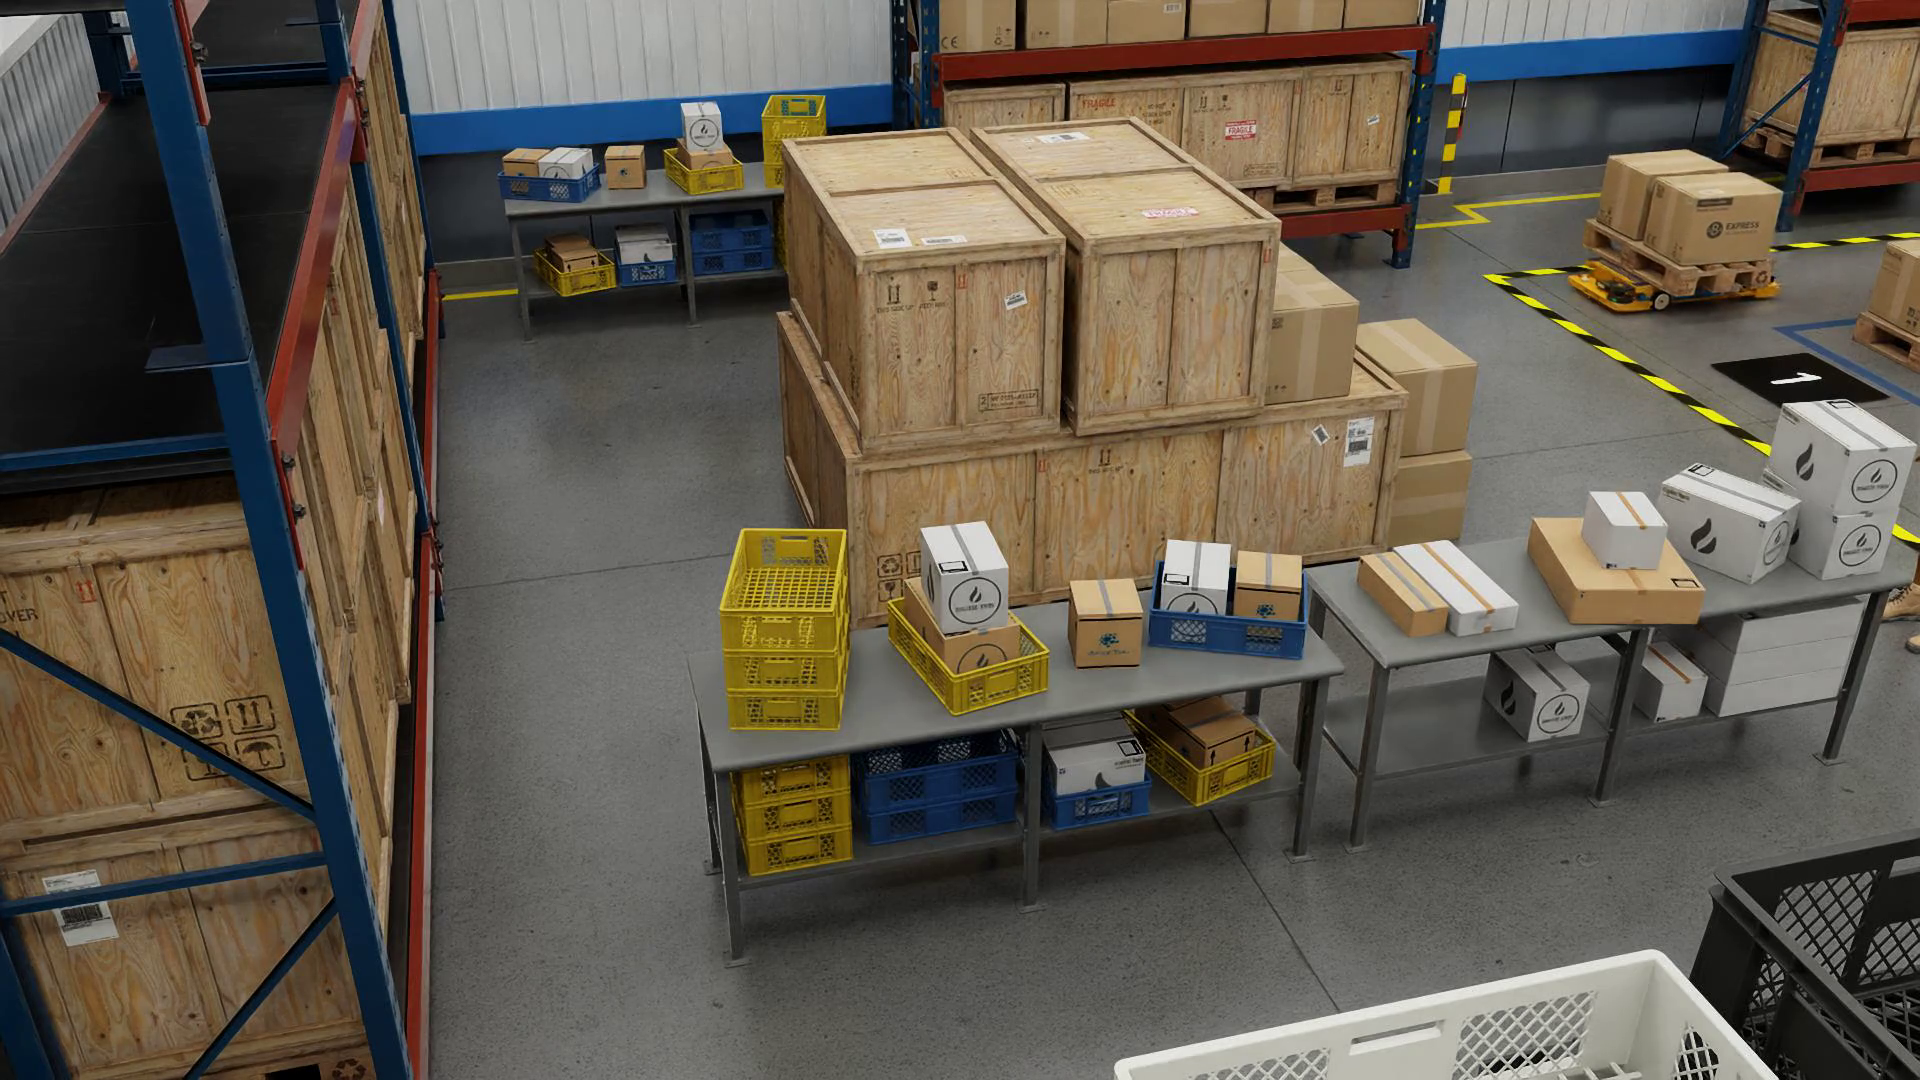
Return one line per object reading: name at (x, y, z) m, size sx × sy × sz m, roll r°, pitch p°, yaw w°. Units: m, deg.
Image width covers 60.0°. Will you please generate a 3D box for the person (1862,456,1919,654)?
person at (4.893, -0.405, 8.012) m, size 0.366 × 2.048 × 0.606 m, roll -6°, pitch 29°, yaw -10°
